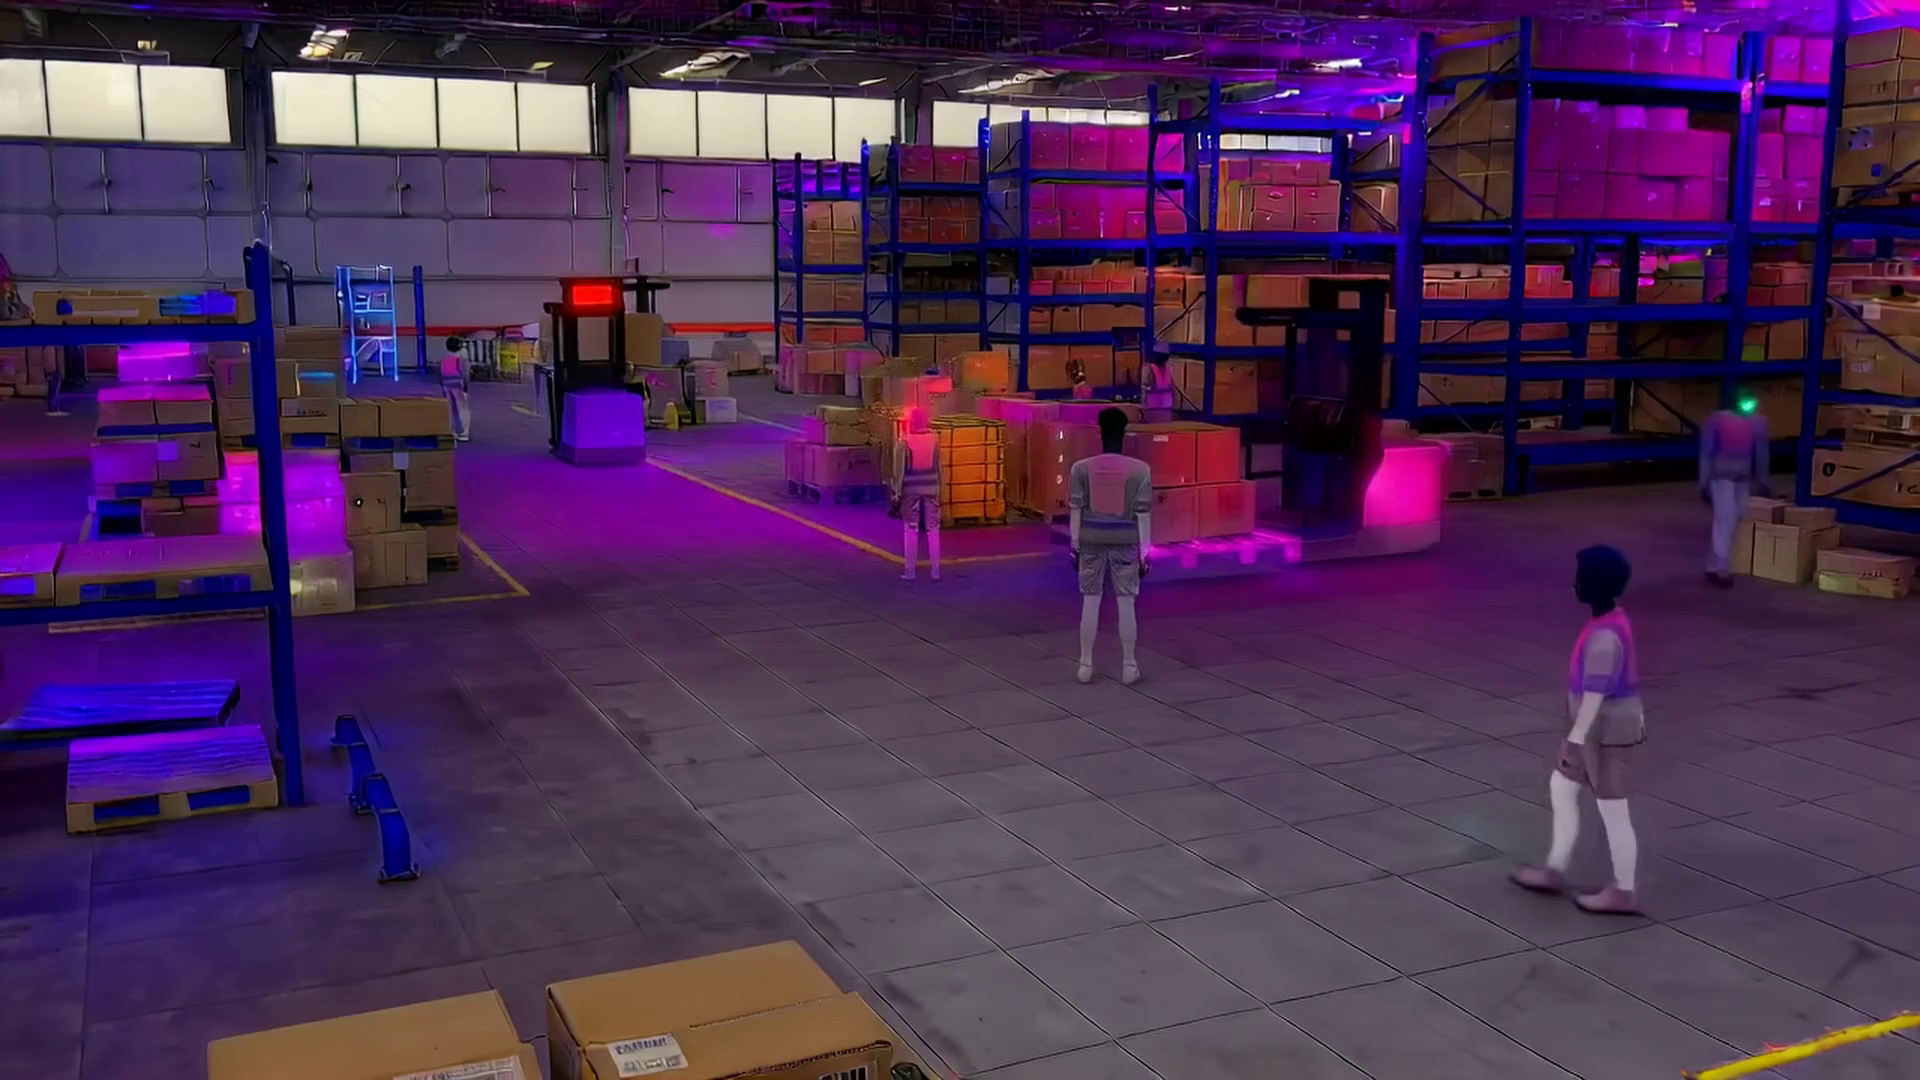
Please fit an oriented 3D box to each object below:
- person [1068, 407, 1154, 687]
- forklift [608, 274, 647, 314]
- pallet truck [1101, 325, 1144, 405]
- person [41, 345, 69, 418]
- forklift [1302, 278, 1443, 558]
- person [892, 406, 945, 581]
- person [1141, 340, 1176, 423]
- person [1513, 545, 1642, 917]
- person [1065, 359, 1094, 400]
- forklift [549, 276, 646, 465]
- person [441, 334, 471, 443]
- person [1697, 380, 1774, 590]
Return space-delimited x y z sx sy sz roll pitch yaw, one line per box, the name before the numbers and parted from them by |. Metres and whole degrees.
person | 1.053 0.049 11.656 0.604 1.957 0.386 2 9 14
forklift | -8.393 -5.331 42.163 1.129 2.768 1.873 -8 12 -40
pallet truck | 2.881 -2.596 27.923 0.823 1.965 1.885 -1 9 -7
person | -18.037 -3.388 33.078 0.363 1.929 0.628 -2 9 -10
forklift | 3.995 -1.316 17.253 1.873 2.768 1.129 -4 10 -25
person | -0.384 -0.429 15.588 0.521 1.638 0.311 -3 10 -19
person | 2.888 -1.970 24.302 0.554 1.919 0.754 -4 10 -23
person | 2.772 0.852 7.490 0.655 1.671 0.558 3 10 21
person | 1.671 -1.357 20.798 0.708 1.821 0.597 3 10 19
forklift | -5.558 -2.616 25.320 1.129 2.768 1.873 -4 10 -25
person | -8.578 -2.571 28.253 0.630 1.842 0.429 6 11 32
person | 7.139 -0.503 15.216 0.627 1.909 0.796 -3 10 -17
